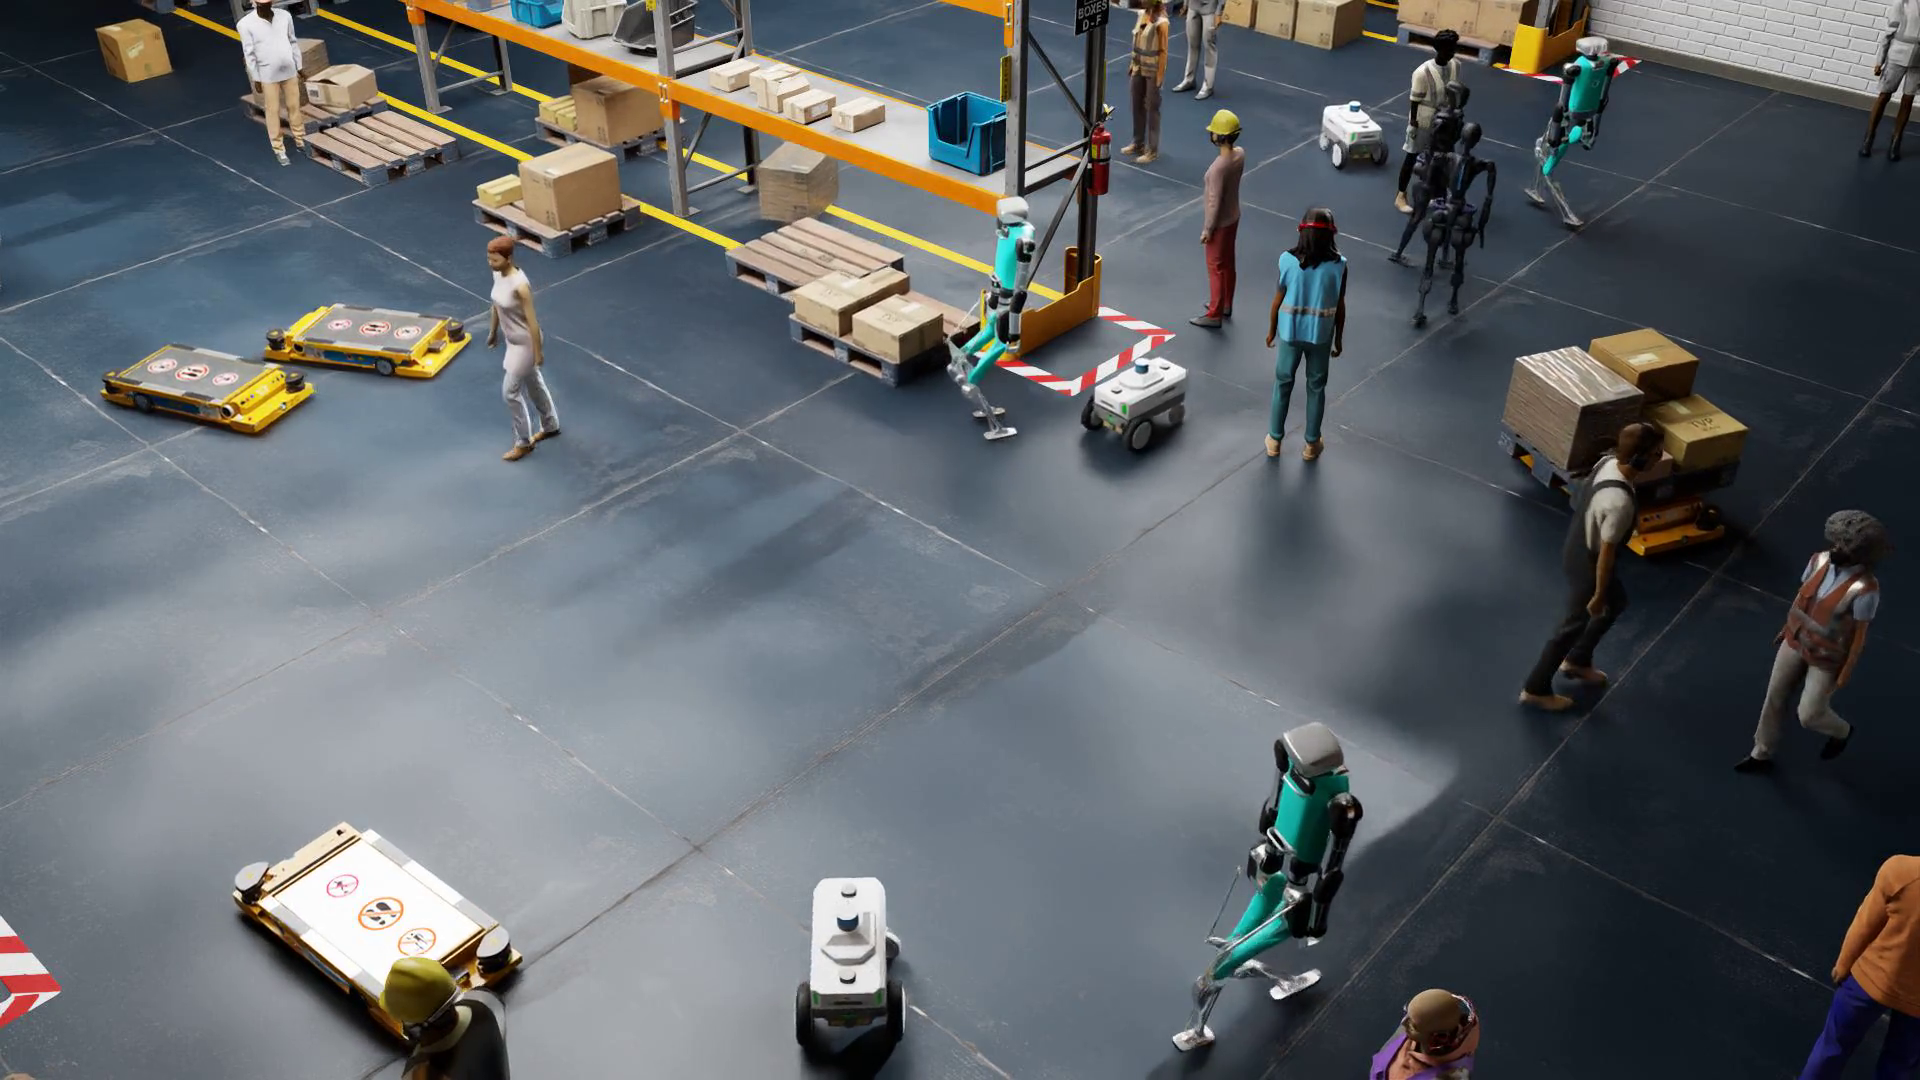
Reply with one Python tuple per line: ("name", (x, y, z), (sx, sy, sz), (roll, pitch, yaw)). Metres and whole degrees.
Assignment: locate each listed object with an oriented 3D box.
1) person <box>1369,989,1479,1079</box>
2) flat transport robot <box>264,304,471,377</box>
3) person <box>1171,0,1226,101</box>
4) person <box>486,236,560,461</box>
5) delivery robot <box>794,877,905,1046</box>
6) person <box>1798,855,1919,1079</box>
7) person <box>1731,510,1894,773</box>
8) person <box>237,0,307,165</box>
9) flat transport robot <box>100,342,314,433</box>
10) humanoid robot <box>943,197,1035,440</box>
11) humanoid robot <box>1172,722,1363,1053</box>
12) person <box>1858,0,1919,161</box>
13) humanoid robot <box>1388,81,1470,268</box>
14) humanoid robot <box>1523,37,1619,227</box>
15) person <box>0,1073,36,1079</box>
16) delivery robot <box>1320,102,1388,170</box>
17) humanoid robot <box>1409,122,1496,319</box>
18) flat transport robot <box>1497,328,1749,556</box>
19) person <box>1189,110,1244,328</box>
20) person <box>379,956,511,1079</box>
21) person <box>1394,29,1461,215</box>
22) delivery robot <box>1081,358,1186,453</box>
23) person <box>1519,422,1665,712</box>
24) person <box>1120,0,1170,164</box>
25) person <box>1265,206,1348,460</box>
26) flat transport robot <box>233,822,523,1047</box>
("person", (1.684, 2.282, 6.248), (0.340, 1.693, 0.492), (-4, 35, -6))
("flat transport robot", (-4.663, -1.575, 13.092), (1.431, 0.231, 0.659), (8, 35, 11))
("person", (2.578, -5.610, 17.504), (0.394, 1.899, 0.531), (-26, 42, -32))
("person", (-3.133, -1.336, 11.535), (0.620, 1.641, 0.449), (-20, 40, -27))
("delivery robot", (-0.503, 1.962, 7.727), (0.521, 0.607, 0.778), (-1, 35, -2))
("person", (3.827, 1.784, 6.729), (0.518, 1.974, 0.398), (18, 39, 25))
("person", (4.555, 0.554, 8.768), (0.560, 1.674, 0.447), (-12, 36, -17))
("person", (-6.582, -4.526, 16.059), (0.340, 1.751, 0.561), (26, 42, 33))
("flat transport robot", (-5.661, -1.152, 12.479), (1.431, 0.231, 0.659), (12, 36, 17))
("humanoid robot", (0.158, -1.533, 11.697), (0.698, 1.754, 0.539), (-9, 36, -13))
("humanoid robot", (1.250, 1.591, 7.253), (1.002, 1.771, 0.532), (-13, 37, -19))
("person", (9.162, -4.633, 16.067), (0.548, 1.927, 0.390), (13, 37, 18))
("humanoid robot", (4.026, -3.054, 14.007), (0.594, 1.631, 0.609), (23, 41, 30))
("humanoid robot", (5.374, -3.704, 14.917), (0.553, 1.748, 1.049), (-13, 37, -18))
("person", (-3.150, 2.502, 5.965), (0.491, 1.658, 0.338), (-10, 36, -14))
("delivery robot", (3.854, -3.987, 16.350), (0.499, 0.613, 0.811), (-8, 35, -12))
("humanoid robot", (3.902, -2.519, 13.247), (0.600, 1.662, 0.587), (11, 36, 16))
("flat transport robot", (4.478, -0.396, 11.384), (0.659, 0.231, 1.431), (-12, 36, -17))
("person", (2.042, -2.535, 13.164), (0.328, 1.767, 0.527), (19, 39, 25))
("person", (-1.855, 2.230, 6.220), (0.403, 1.818, 0.599), (7, 35, 11))
("person", (4.255, -3.791, 15.052), (0.534, 1.693, 0.320), (-18, 38, -24))
("delivery robot", (1.302, -1.035, 12.048), (0.767, 0.583, 0.499), (-27, 43, -34))
("person", (3.556, 0.155, 9.227), (0.646, 1.812, 0.564), (6, 35, 9))
("person", (1.802, -4.518, 16.028), (0.313, 1.777, 0.472), (-20, 39, -27))
("person", (2.375, -1.398, 11.430), (0.519, 1.867, 0.392), (8, 35, 12))
("flat transport robot", (-2.859, 1.863, 8.111), (1.431, 0.231, 0.659), (24, 41, 31))
